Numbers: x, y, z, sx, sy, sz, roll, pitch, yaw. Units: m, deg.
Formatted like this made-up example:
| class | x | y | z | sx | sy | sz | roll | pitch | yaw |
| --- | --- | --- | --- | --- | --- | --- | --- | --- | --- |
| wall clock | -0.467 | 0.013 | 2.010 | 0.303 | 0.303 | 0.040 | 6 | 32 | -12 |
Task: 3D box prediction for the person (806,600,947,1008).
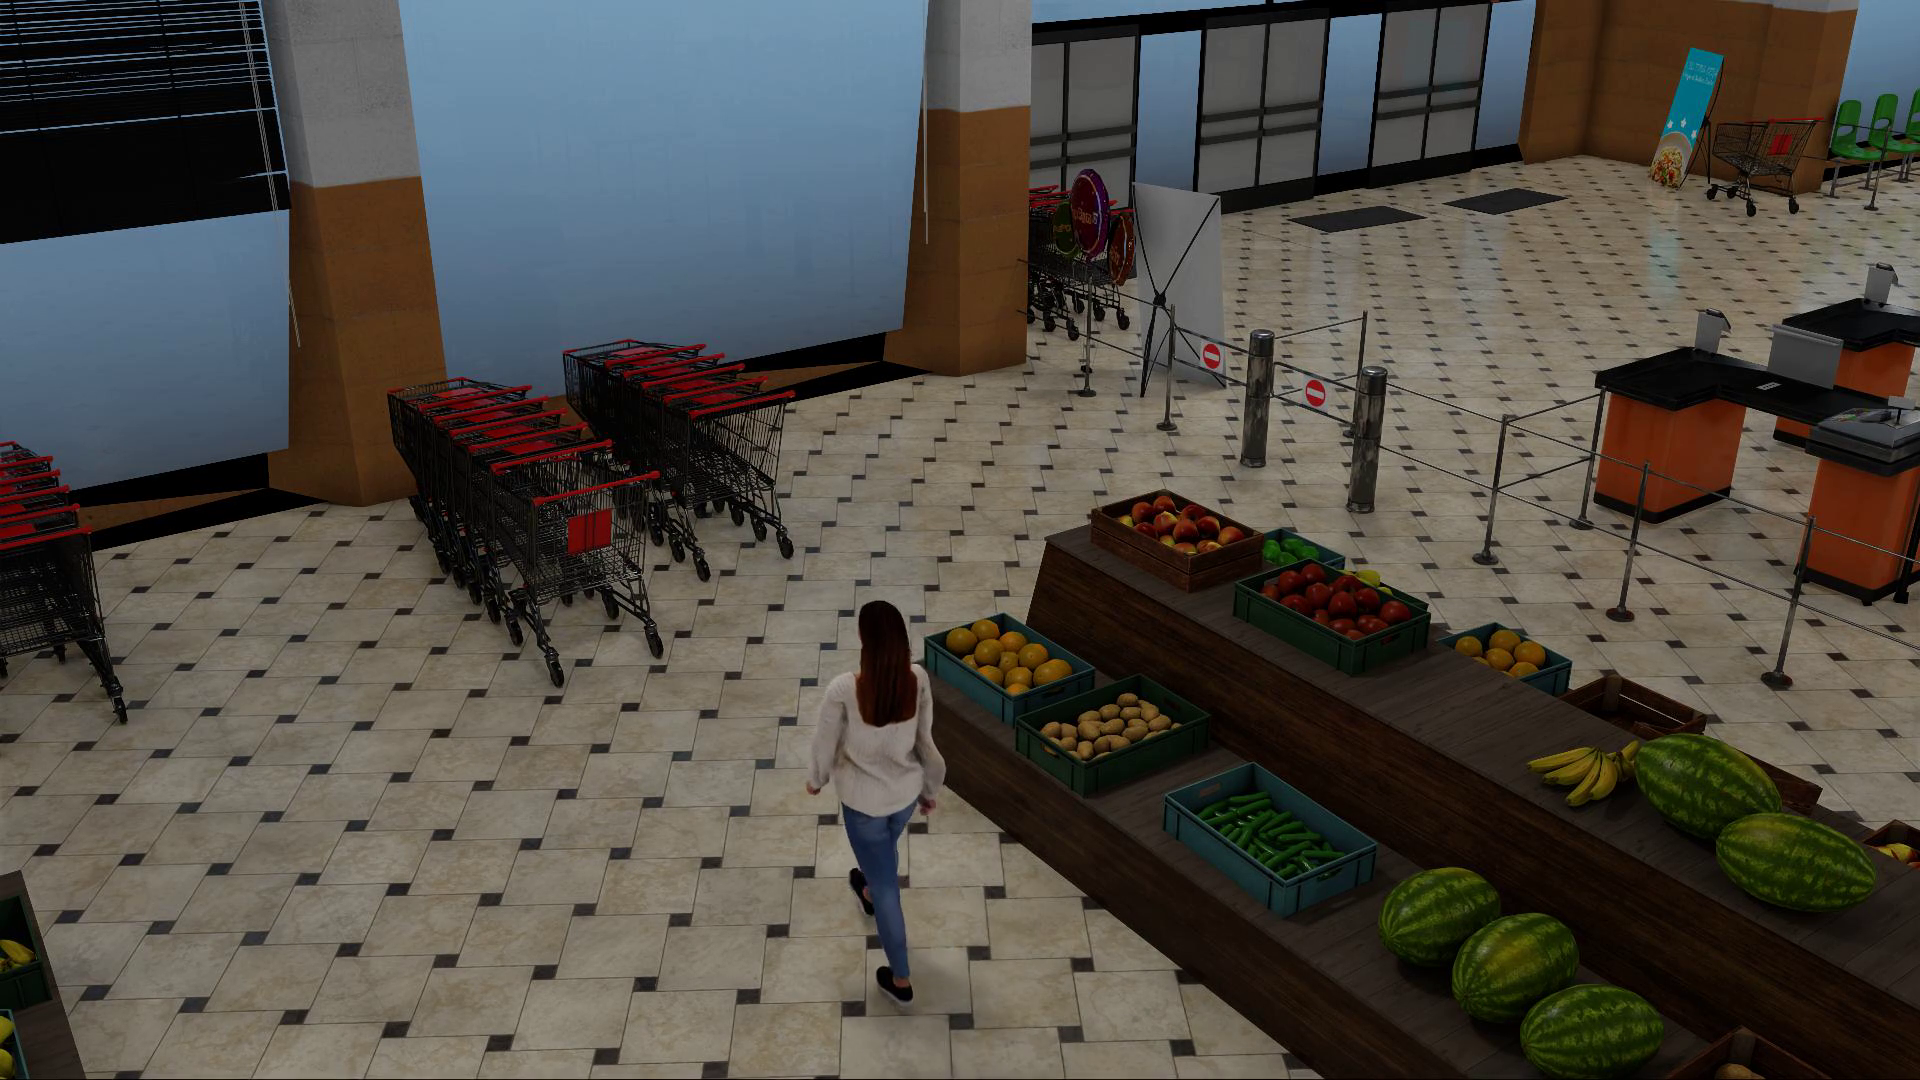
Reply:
| class | x | y | z | sx | sy | sz | roll | pitch | yaw |
| --- | --- | --- | --- | --- | --- | --- | --- | --- | --- |
| person | -0.278 | 1.078 | 6.573 | 0.737 | 1.649 | 1.087 | -12 | 26 | -25 |
